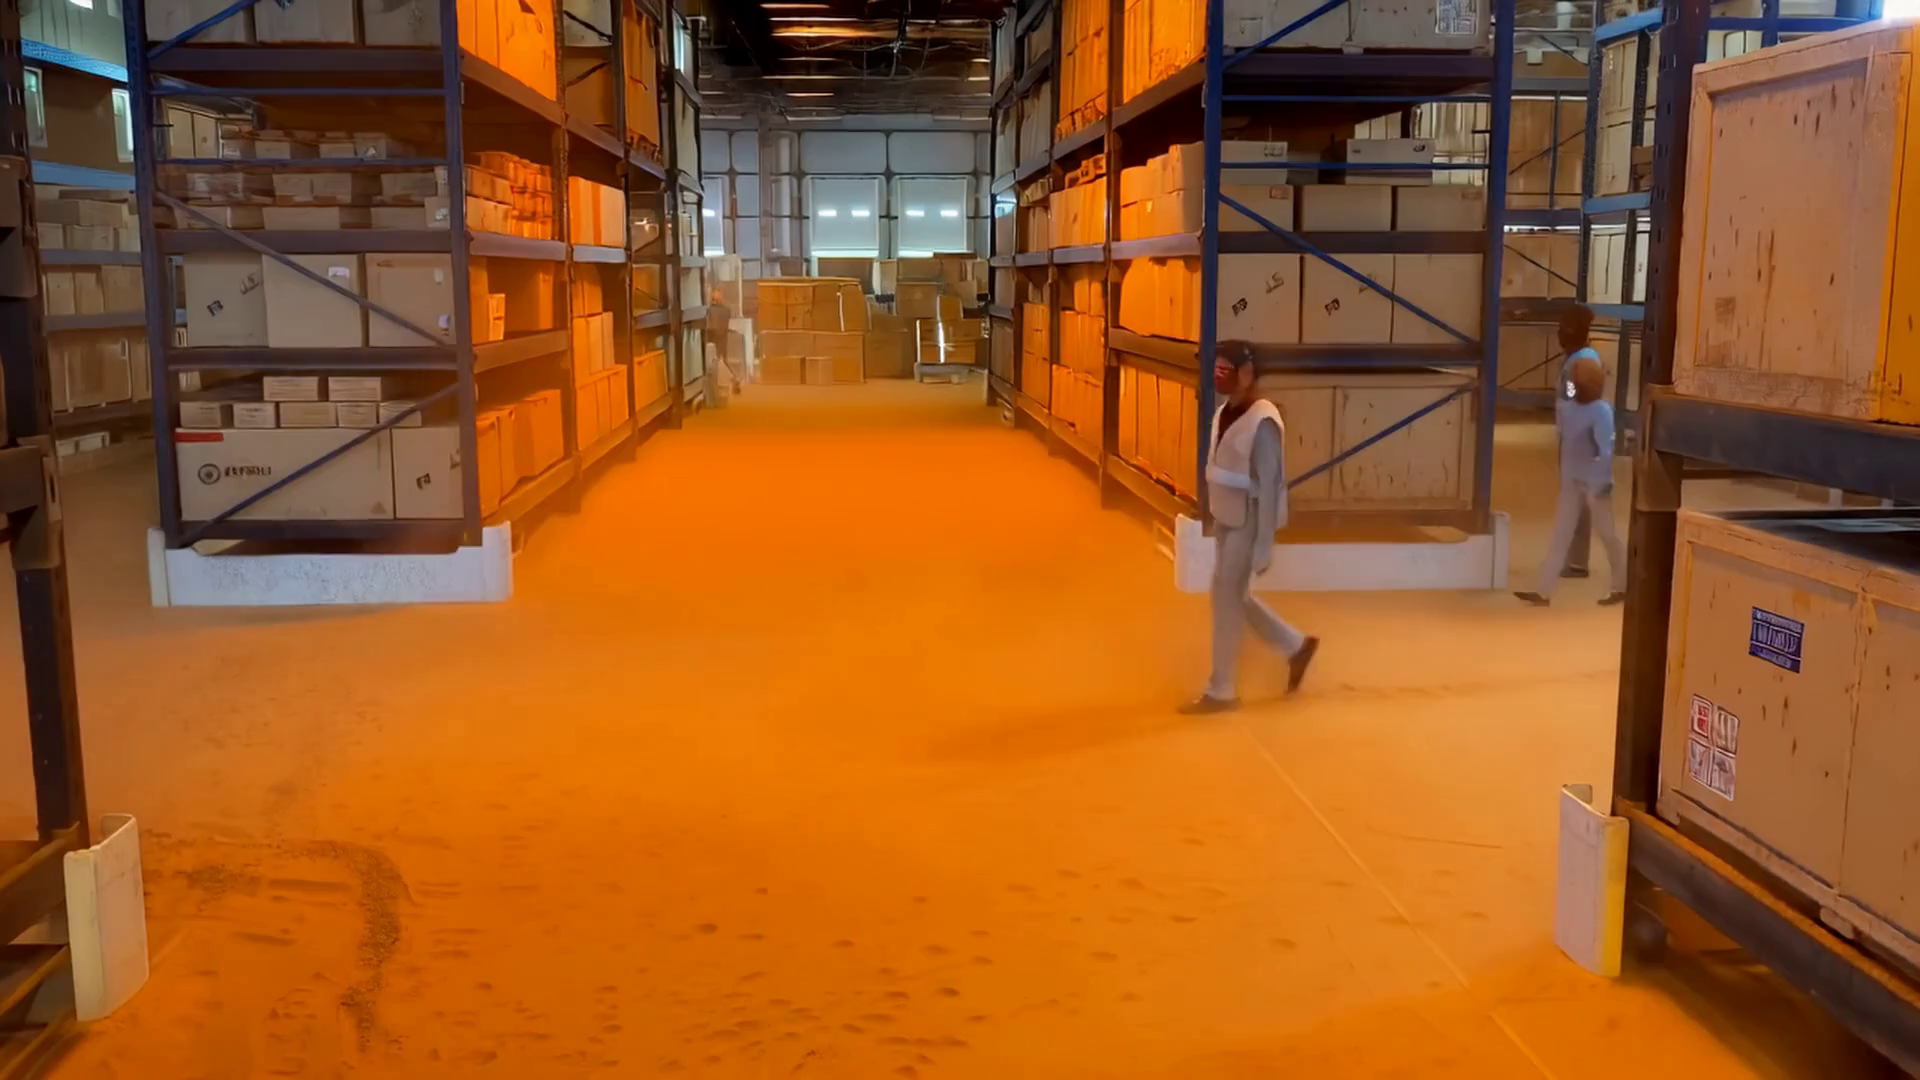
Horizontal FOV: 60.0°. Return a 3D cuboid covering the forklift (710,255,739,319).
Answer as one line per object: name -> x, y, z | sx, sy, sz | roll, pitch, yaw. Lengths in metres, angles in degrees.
forklift -> -8.368, -8.713, 59.038 | 1.129, 2.768, 1.873 | -1, 9, -4

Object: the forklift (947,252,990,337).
forklift -> 0.093, -7.478, 51.288 | 1.129, 2.768, 1.873 | -5, 11, -30

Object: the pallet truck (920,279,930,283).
pallet truck -> -0.932, -8.922, 63.114 | 1.885, 1.965, 0.823 | 2, 9, 13

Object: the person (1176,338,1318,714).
person -> 1.421, -0.066, 8.068 | 0.718, 1.826, 0.569 | -2, 9, -14

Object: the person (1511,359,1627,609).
person -> 3.927, -0.342, 10.484 | 0.843, 1.589, 0.520 | -3, 10, -20

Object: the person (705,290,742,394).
person -> -4.302, -3.516, 29.677 | 0.841, 1.878, 0.673 | 7, 11, 38

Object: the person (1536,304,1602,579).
person -> 4.307, -0.684, 11.631 | 0.390, 1.920, 0.587 | 2, 9, 13
